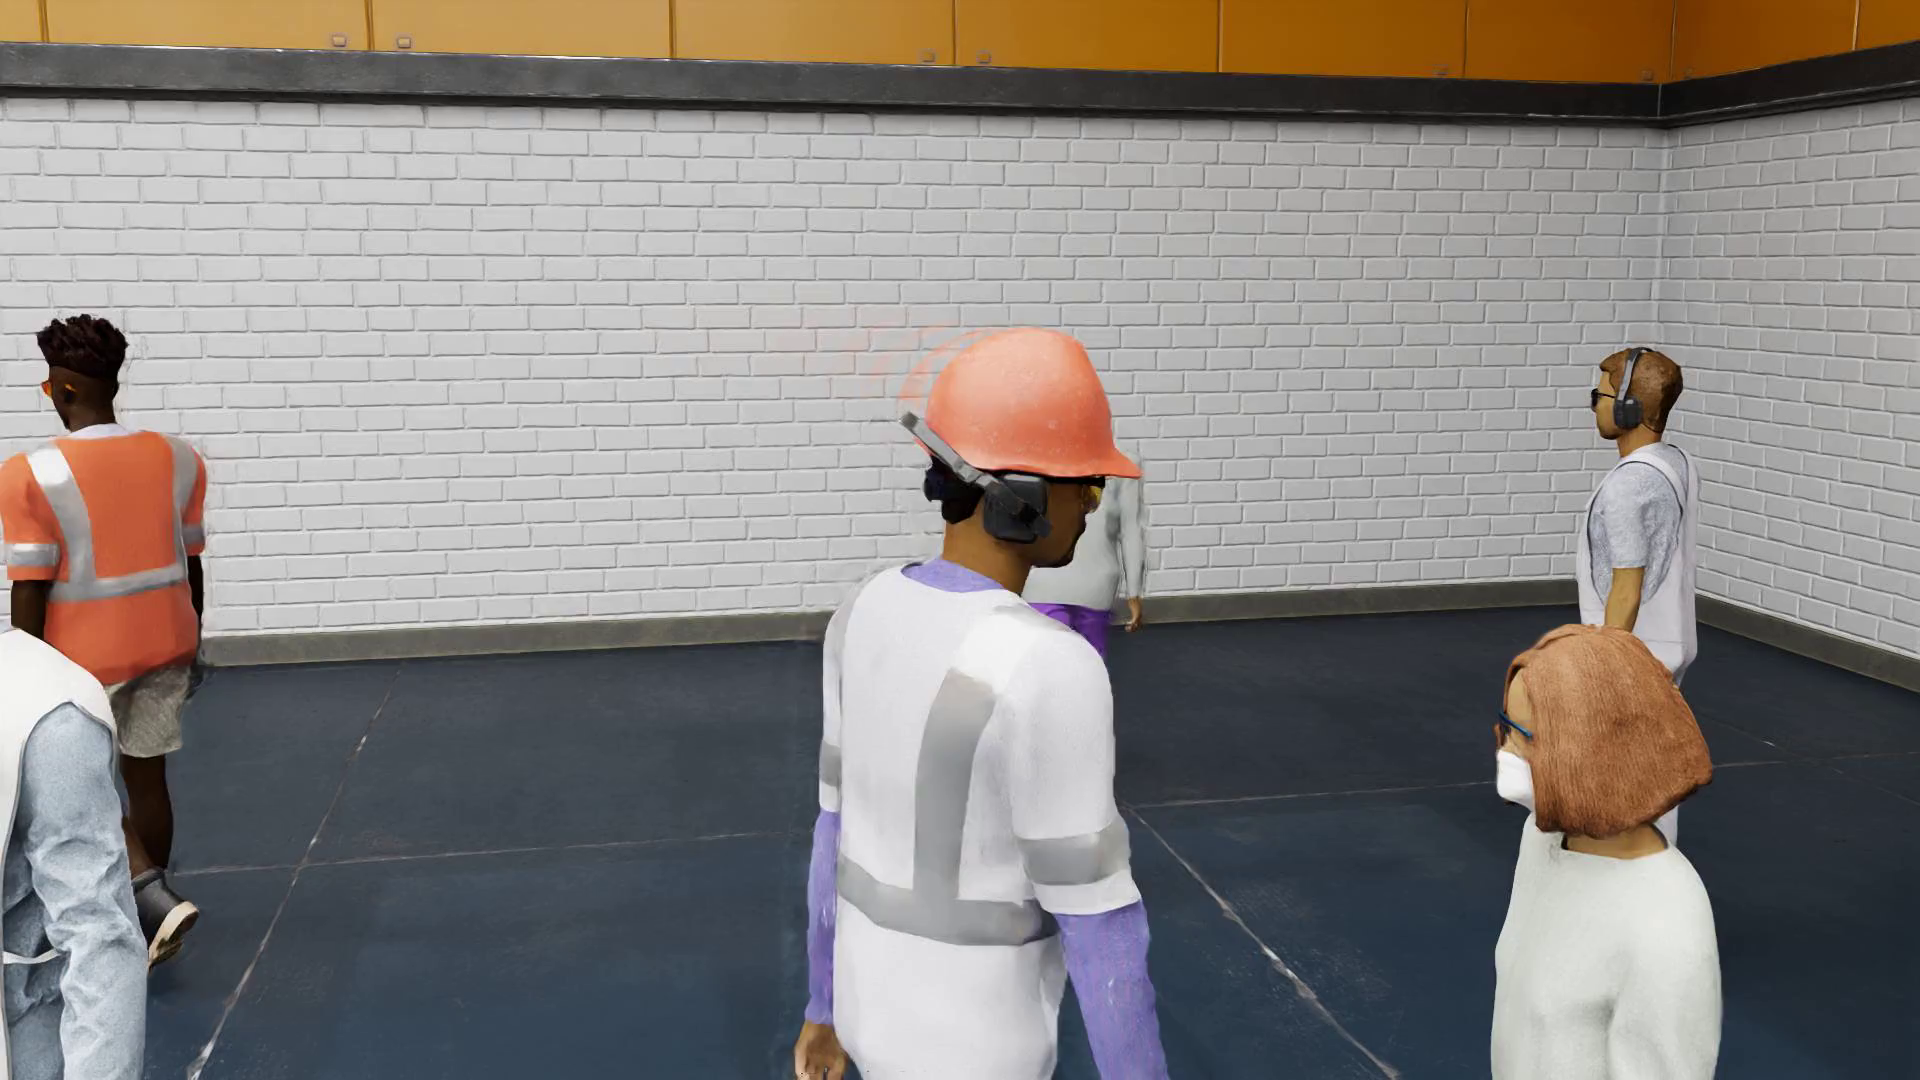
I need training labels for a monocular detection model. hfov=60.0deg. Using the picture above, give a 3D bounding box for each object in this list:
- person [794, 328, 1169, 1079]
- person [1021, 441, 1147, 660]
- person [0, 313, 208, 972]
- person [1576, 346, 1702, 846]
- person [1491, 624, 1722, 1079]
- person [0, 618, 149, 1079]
[{"bbox_3d":[0.055,0.693,2.424,1.072,1.979,0.627,-5,10,-27],"label":"person"},{"bbox_3d":[0.393,0.152,6.494,0.590,1.720,0.791,-1,9,-9],"label":"person"},{"bbox_3d":[-2.413,0.324,4.810,0.581,1.949,0.604,6,11,33],"label":"person"},{"bbox_3d":[1.942,0.365,4.845,0.345,1.847,0.506,8,12,41],"label":"person"},{"bbox_3d":[0.815,0.911,2.194,0.278,1.627,0.505,0,9,2],"label":"person"},{"bbox_3d":[-1.332,0.756,2.243,0.597,1.916,0.370,4,10,24],"label":"person"}]
